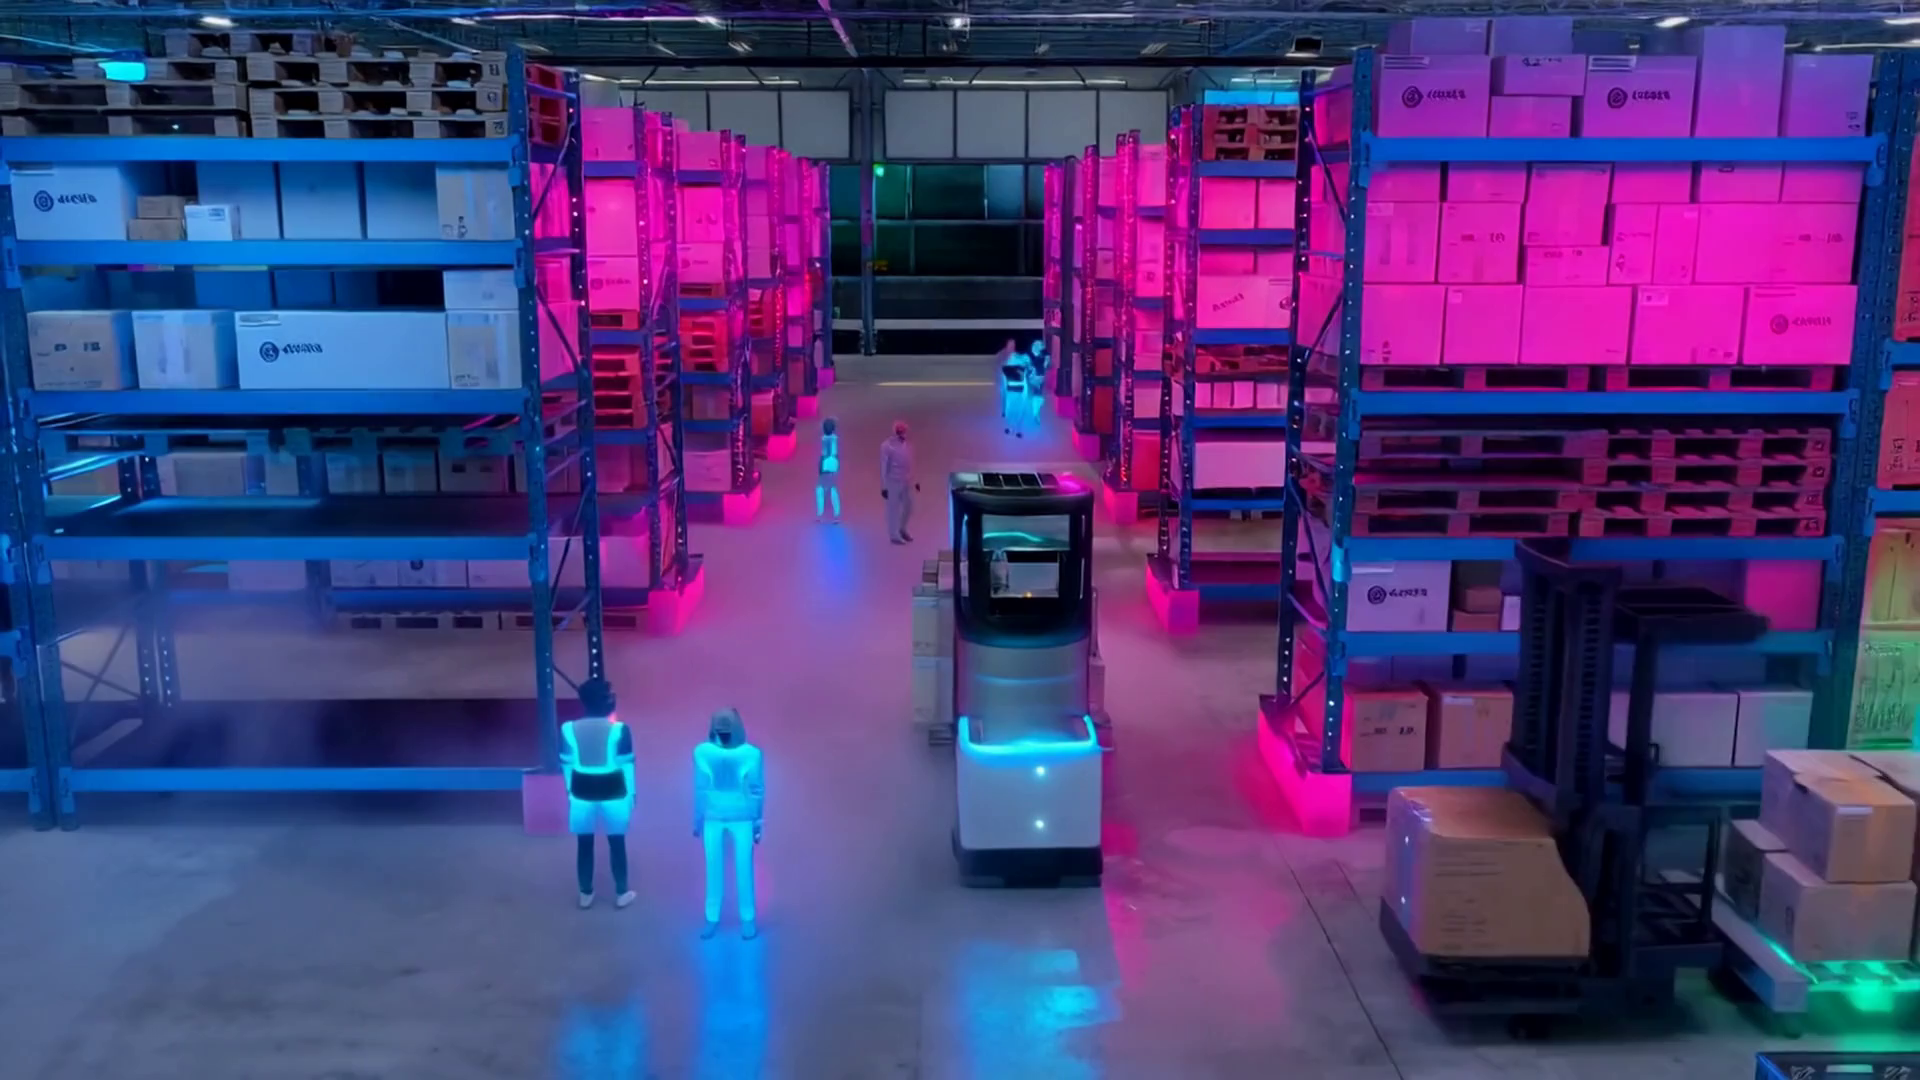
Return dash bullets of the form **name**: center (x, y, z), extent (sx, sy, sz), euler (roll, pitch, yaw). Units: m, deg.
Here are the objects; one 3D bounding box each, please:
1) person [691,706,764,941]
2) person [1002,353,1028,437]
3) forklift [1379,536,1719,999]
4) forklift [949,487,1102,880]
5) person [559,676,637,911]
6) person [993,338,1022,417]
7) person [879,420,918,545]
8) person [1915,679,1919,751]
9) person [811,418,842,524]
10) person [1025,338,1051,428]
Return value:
- **person**: center (-1.576, 1.918, 11.297), extent (0.500, 1.633, 0.285), euler (1, 11, 3)
- **person**: center (1.186, -3.158, 36.072), extent (0.590, 1.791, 0.985), euler (-1, 11, -5)
- **forklift**: center (3.799, 1.418, 10.670), extent (1.873, 2.768, 1.129), euler (0, 11, -1)
- **forklift**: center (0.495, 0.986, 12.813), extent (1.129, 2.768, 1.873), euler (0, 11, -2)
- **person**: center (-2.544, 1.795, 11.751), extent (0.535, 1.697, 0.318), euler (0, 11, 1)
- **person**: center (1.159, -3.863, 39.457), extent (0.654, 1.834, 1.071), euler (5, 12, 23)
- **person**: center (-0.916, -0.851, 24.412), extent (0.684, 1.877, 0.543), euler (-8, 14, -33)
- **person**: center (7.136, 1.709, 12.036), extent (0.694, 1.747, 0.522), euler (-2, 12, -9)
- **person**: center (-2.089, -1.072, 26.074), extent (0.577, 1.652, 0.595), euler (6, 13, 29)
- **person**: center (1.726, -3.549, 37.438), extent (0.620, 2.020, 0.732), euler (-3, 12, -16)
